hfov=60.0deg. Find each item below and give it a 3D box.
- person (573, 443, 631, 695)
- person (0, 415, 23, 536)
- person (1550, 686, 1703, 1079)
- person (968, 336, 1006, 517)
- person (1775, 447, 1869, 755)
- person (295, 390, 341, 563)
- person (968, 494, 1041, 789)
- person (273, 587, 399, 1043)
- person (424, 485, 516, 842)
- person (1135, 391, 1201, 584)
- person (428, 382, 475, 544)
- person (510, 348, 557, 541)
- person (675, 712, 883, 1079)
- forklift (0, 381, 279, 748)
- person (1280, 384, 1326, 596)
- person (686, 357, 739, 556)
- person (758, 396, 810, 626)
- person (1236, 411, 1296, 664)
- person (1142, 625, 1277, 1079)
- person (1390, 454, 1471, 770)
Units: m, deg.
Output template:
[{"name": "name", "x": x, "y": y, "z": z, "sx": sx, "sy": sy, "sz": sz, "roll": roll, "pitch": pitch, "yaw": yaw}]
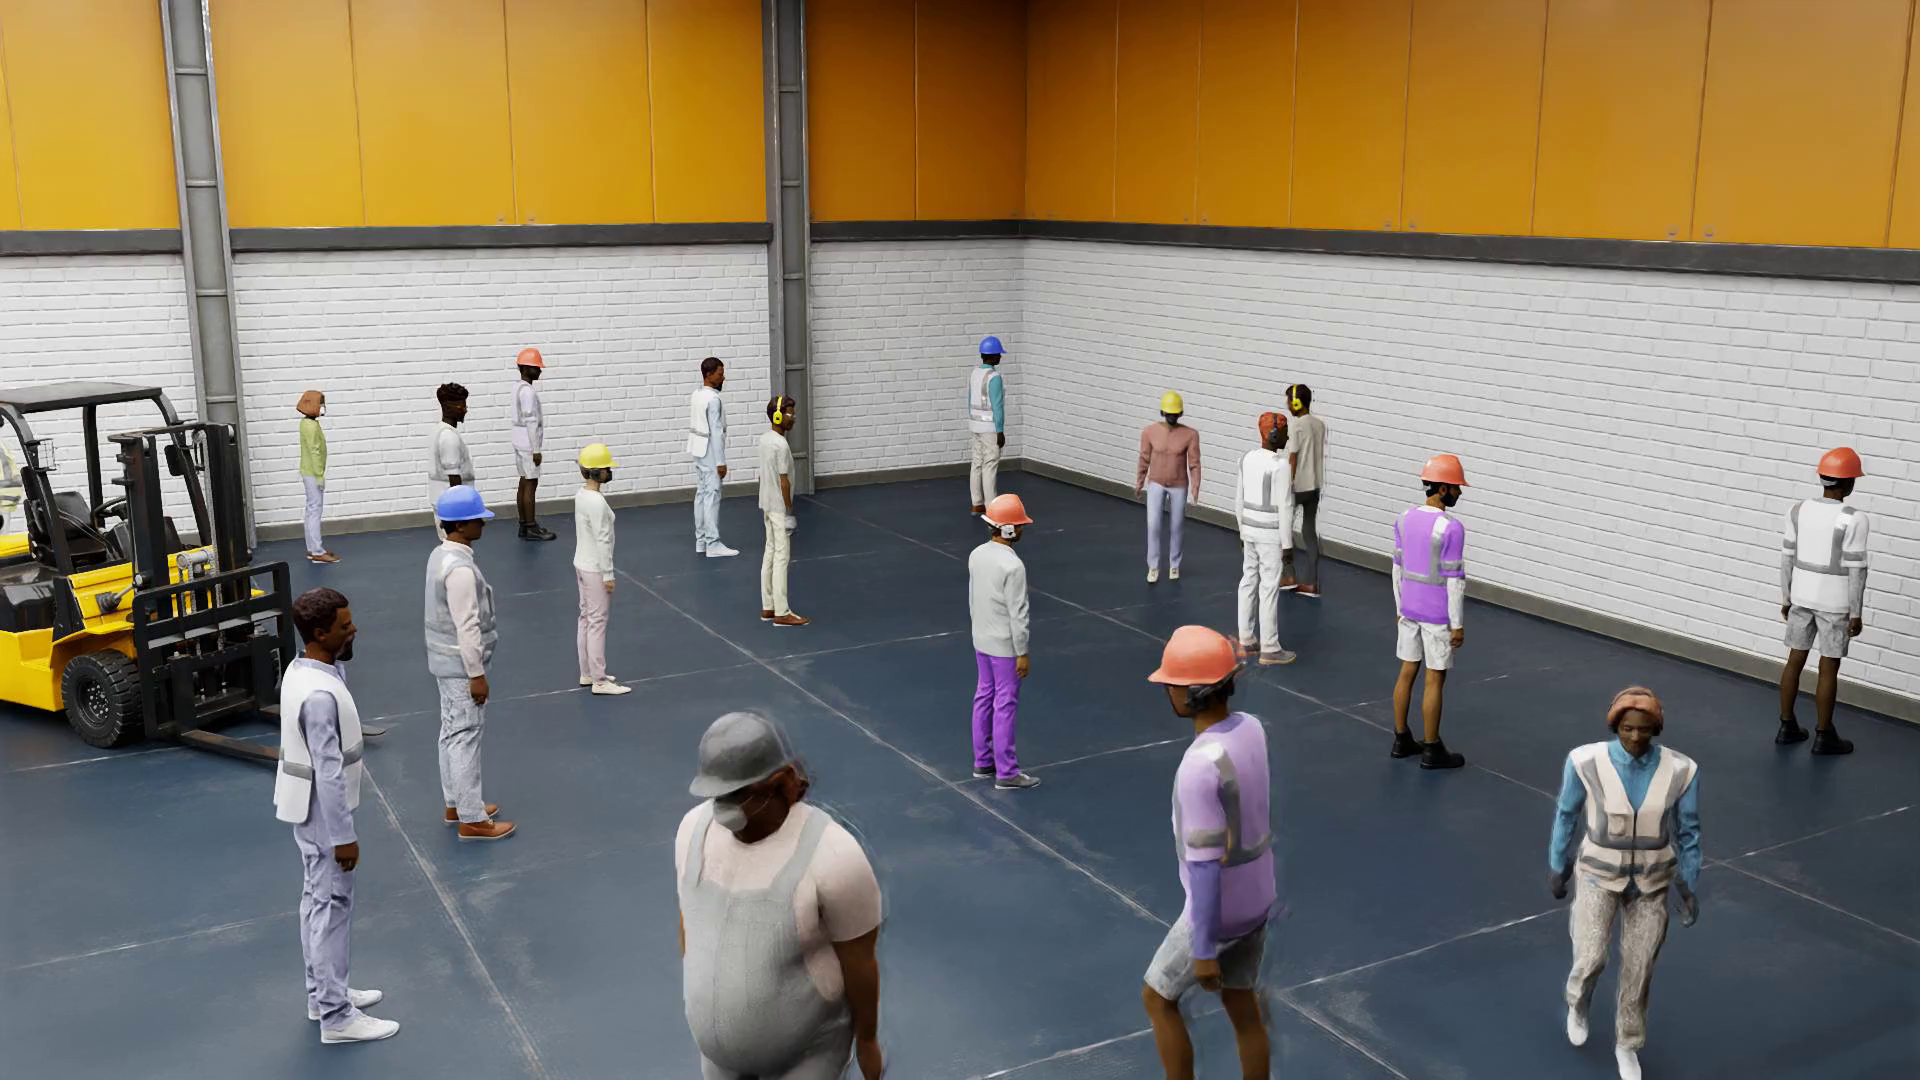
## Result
[{"name": "person", "x": -2.536, "y": 0.201, "z": 11.667, "sx": 0.325, "sy": 1.769, "sz": 0.524, "roll": -6, "pitch": 13, "yaw": -26}, {"name": "person", "x": -7.922, "y": -0.262, "z": 13.672, "sx": 0.430, "sy": 1.840, "sz": 0.622, "roll": -6, "pitch": 13, "yaw": -26}, {"name": "person", "x": 2.628, "y": 1.348, "z": 6.604, "sx": 0.532, "sy": 1.624, "sz": 0.378, "roll": 1, "pitch": 12, "yaw": 6}, {"name": "person", "x": 0.303, "y": -1.199, "z": 17.798, "sx": 0.398, "sy": 1.949, "sz": 0.604, "roll": -6, "pitch": 13, "yaw": -26}, {"name": "person", "x": 5.421, "y": 0.377, "z": 10.436, "sx": 0.372, "sy": 1.939, "sz": 0.544, "roll": -6, "pitch": 13, "yaw": -26}, {"name": "person", "x": -6.103, "y": -0.605, "z": 15.758, "sx": 0.285, "sy": 1.632, "sz": 0.499, "roll": -6, "pitch": 13, "yaw": -26}, {"name": "person", "x": 0.261, "y": 0.592, "z": 9.862, "sx": 0.335, "sy": 1.753, "sz": 0.563, "roll": -6, "pitch": 13, "yaw": -26}, {"name": "person", "x": -2.639, "y": 1.138, "z": 6.925, "sx": 0.398, "sy": 1.917, "sz": 0.588, "roll": -6, "pitch": 13, "yaw": -26}, {"name": "person", "x": -2.698, "y": 0.664, "z": 9.063, "sx": 0.398, "sy": 1.949, "sz": 0.604, "roll": -6, "pitch": 13, "yaw": -26}, {"name": "person", "x": 1.852, "y": -0.464, "z": 14.846, "sx": 0.591, "sy": 1.733, "sz": 0.692, "roll": 2, "pitch": 12, "yaw": 10}, {"name": "person", "x": -4.143, "y": -0.310, "z": 13.599, "sx": 0.373, "sy": 1.962, "sz": 0.605, "roll": -6, "pitch": 13, "yaw": -26}, {"name": "person", "x": -4.308, "y": -0.958, "z": 16.708, "sx": 0.376, "sy": 1.933, "sz": 0.544, "roll": -6, "pitch": 13, "yaw": -26}, {"name": "person", "x": -0.553, "y": 1.431, "z": 5.252, "sx": 0.707, "sy": 2.000, "sz": 0.786, "roll": 6, "pitch": 14, "yaw": 28}, {"name": "forklift", "x": -5.853, "y": 0.085, "z": 11.199, "sx": 2.313, "sy": 2.155, "sz": 1.214, "roll": 7, "pitch": 14, "yaw": 28}, {"name": "person", "x": 2.953, "y": -0.437, "z": 14.490, "sx": 0.541, "sy": 1.833, "sz": 0.605, "roll": -9, "pitch": 15, "yaw": -36}, {"name": "person", "x": -2.414, "y": -0.799, "z": 16.008, "sx": 0.398, "sy": 1.915, "sz": 0.588, "roll": -6, "pitch": 13, "yaw": -26}, {"name": "person", "x": -1.460, "y": -0.236, "z": 13.492, "sx": 0.334, "sy": 1.864, "sz": 0.521, "roll": -6, "pitch": 13, "yaw": -26}, {"name": "person", "x": 2.284, "y": -0.018, "z": 12.420, "sx": 0.360, "sy": 1.882, "sz": 0.574, "roll": -6, "pitch": 13, "yaw": -26}, {"name": "person", "x": 0.874, "y": 1.289, "z": 5.984, "sx": 0.664, "sy": 2.016, "sz": 0.642, "roll": 8, "pitch": 14, "yaw": 32}, {"name": "person", "x": 2.887, "y": 0.434, "z": 10.184, "sx": 0.376, "sy": 1.933, "sz": 0.544, "roll": -6, "pitch": 13, "yaw": -26}]
